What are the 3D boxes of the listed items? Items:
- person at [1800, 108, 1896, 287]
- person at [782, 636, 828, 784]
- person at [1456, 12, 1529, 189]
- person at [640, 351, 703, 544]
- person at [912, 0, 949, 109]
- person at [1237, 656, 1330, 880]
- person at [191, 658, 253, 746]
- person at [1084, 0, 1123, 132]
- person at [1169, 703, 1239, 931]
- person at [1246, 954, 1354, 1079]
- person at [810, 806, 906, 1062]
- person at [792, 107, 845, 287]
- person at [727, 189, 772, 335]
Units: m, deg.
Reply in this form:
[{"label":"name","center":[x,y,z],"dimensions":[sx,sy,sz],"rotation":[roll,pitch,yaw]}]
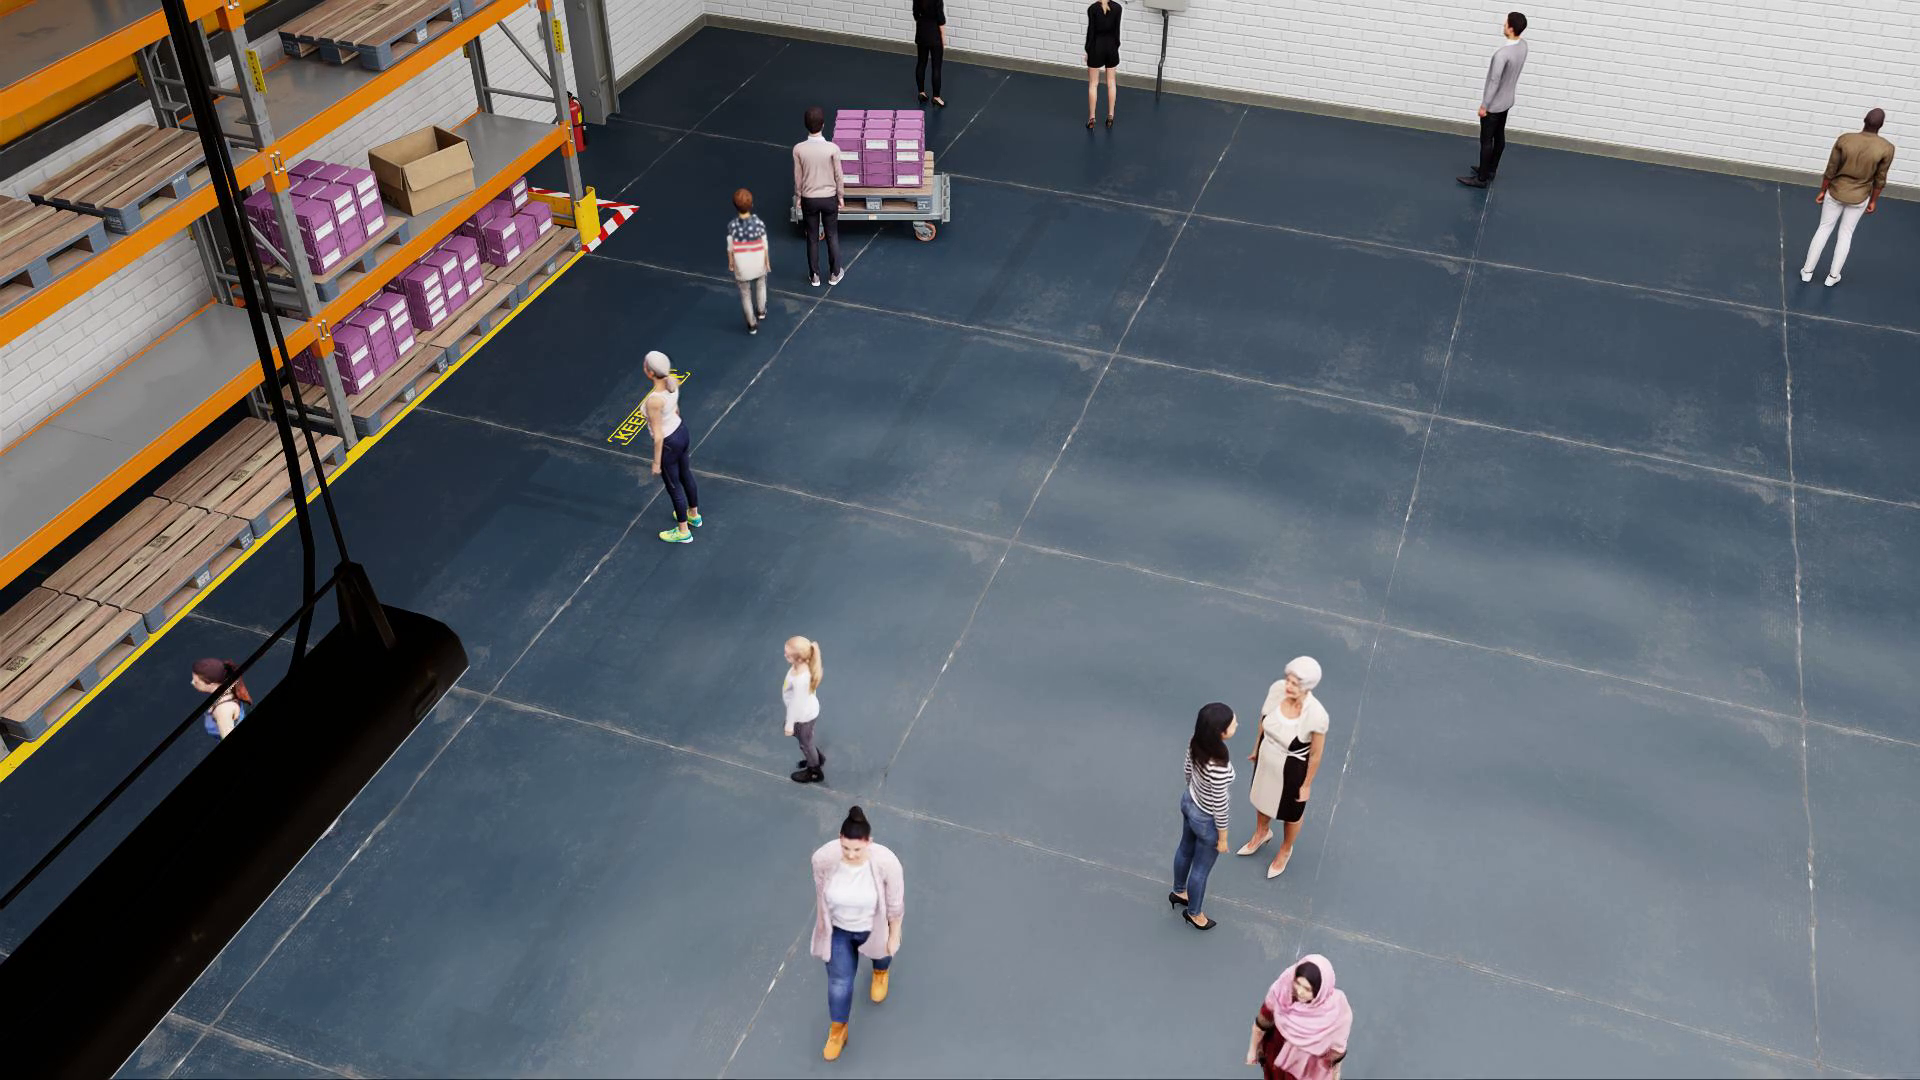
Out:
[{"label":"person","center":[8.637,-3.337,16.181],"dimensions":[0.756,1.825,0.637],"rotation":[20,43,23]},{"label":"person","center":[-0.980,1.140,11.022],"dimensions":[0.625,1.269,0.545],"rotation":[1,39,1]},{"label":"person","center":[5.784,-4.721,17.836],"dimensions":[0.881,1.923,0.720],"rotation":[29,47,31]},{"label":"person","center":[-2.262,-0.734,13.022],"dimensions":[0.670,1.701,0.477],"rotation":[10,40,13]},{"label":"person","center":[-0.363,-5.913,19.539],"dimensions":[0.666,1.661,0.655],"rotation":[27,46,29]},{"label":"person","center":[2.021,1.395,10.312],"dimensions":[0.715,1.756,0.711],"rotation":[-25,45,-28]},{"label":"person","center":[-4.468,1.358,10.497],"dimensions":[1.025,1.583,1.010],"rotation":[-14,41,-17]},{"label":"person","center":[1.617,-5.564,19.016],"dimensions":[0.667,1.767,0.693],"rotation":[-9,39,-11]},{"label":"person","center":[1.457,1.655,9.954],"dimensions":[0.712,1.796,0.618],"rotation":[-11,40,-13]},{"label":"person","center":[1.830,2.687,8.819],"dimensions":[0.825,1.601,1.085],"rotation":[26,45,28]},{"label":"person","center":[-0.544,2.081,9.491],"dimensions":[0.828,1.709,1.071],"rotation":[6,39,7]},{"label":"person","center":[-1.377,-3.336,16.195],"dimensions":[0.691,1.807,0.652],"rotation":[0,39,0]},{"label":"person","center":[-1.967,-2.582,15.554],"dimensions":[0.720,1.429,0.815],"rotation":[-7,39,-8]}]
